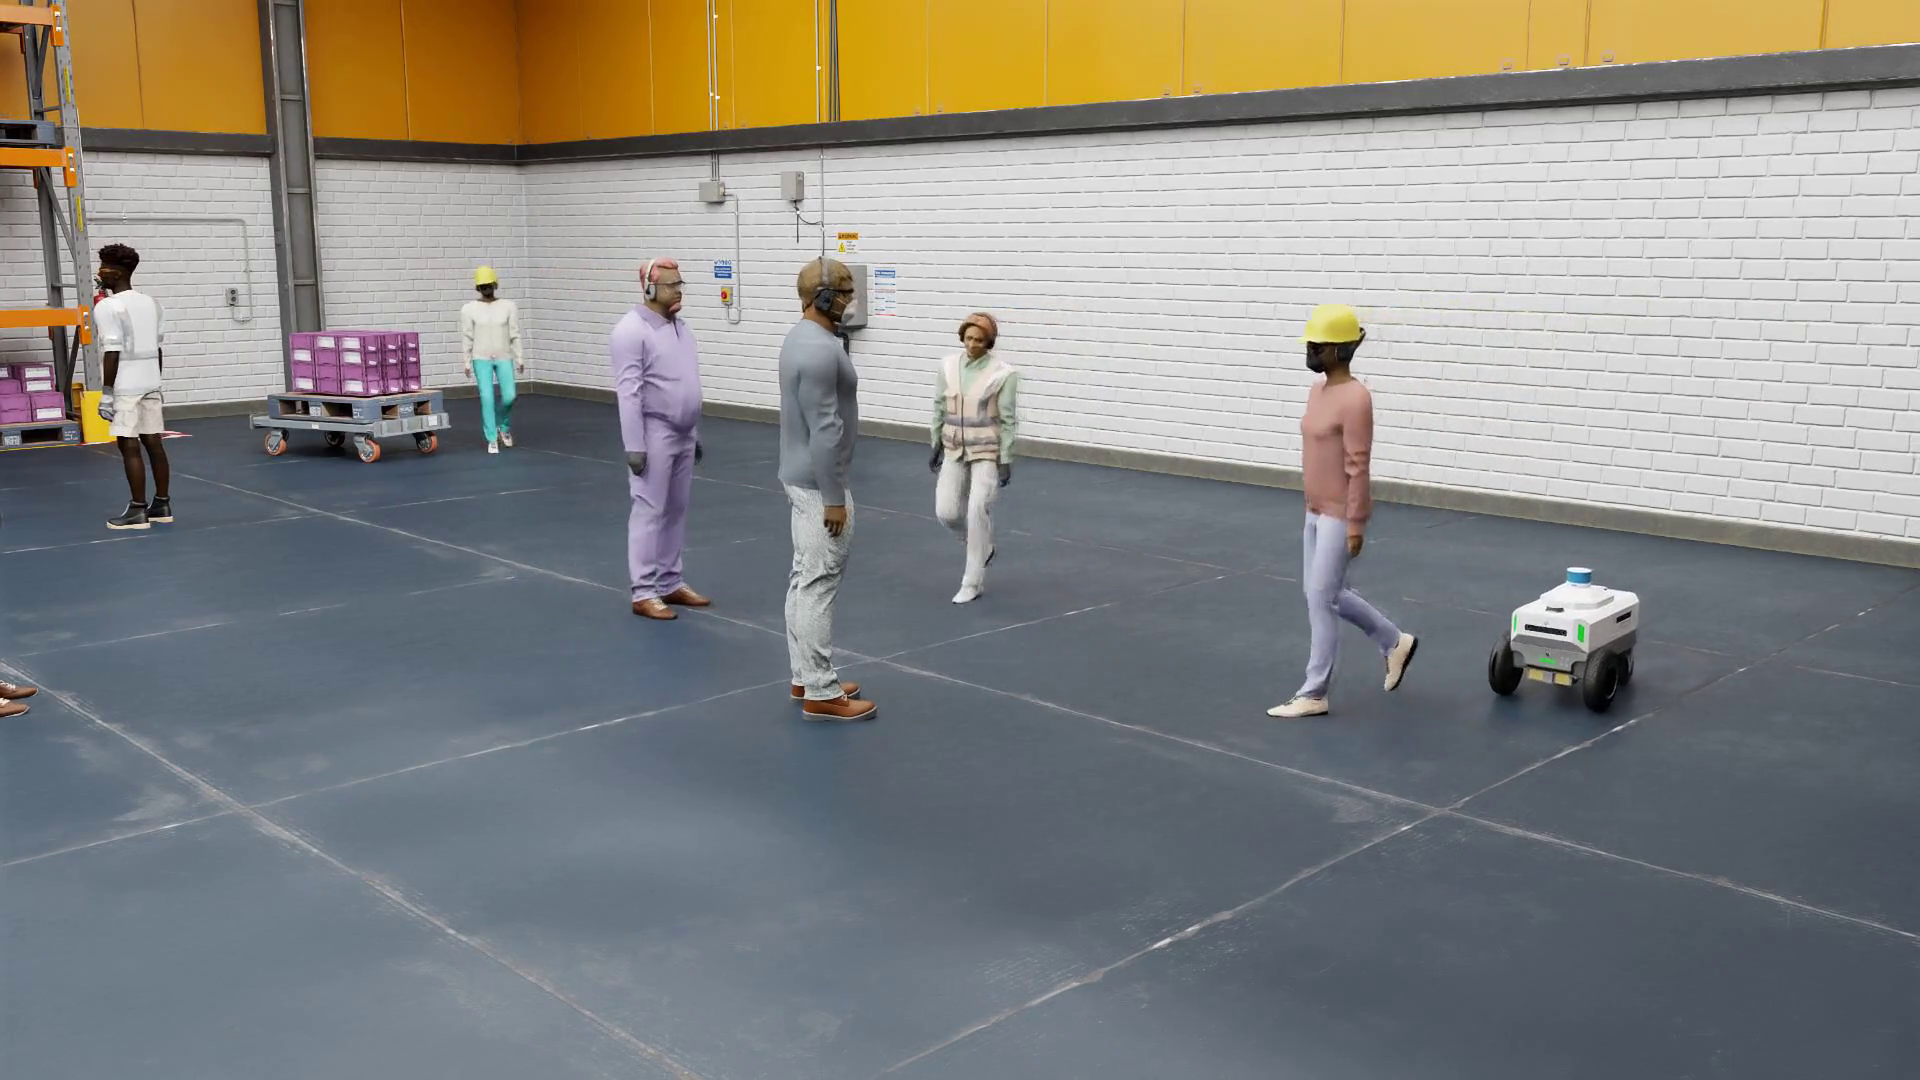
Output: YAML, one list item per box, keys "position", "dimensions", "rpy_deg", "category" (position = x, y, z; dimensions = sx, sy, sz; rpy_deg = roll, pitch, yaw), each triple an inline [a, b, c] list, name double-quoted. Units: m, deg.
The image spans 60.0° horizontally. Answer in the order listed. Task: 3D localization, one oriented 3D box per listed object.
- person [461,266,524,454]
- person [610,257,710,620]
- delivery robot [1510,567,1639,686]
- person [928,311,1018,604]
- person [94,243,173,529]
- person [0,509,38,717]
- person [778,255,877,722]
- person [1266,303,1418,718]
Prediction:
- position: [-4.332, -1.669, 15.455]
  dimensions: [0.561, 1.737, 0.378]
  rpy_deg: [-4, 11, -20]
  category: "person"
- position: [-1.571, -0.544, 8.880]
  dimensions: [0.403, 1.906, 0.649]
  rpy_deg: [4, 11, 20]
  category: "person"
- position: [2.723, 0.365, 7.351]
  dimensions: [0.477, 0.478, 0.707]
  rpy_deg: [9, 13, 40]
  category: "delivery robot"
- position: [0.089, -0.460, 9.189]
  dimensions: [0.566, 1.618, 0.452]
  rpy_deg: [7, 12, 33]
  category: "person"
- position: [-5.749, -1.057, 11.518]
  dimensions: [0.379, 1.967, 0.636]
  rpy_deg: [2, 11, 9]
  category: "person"
- position: [-4.180, -0.184, 7.033]
  dimensions: [0.327, 1.865, 0.521]
  rpy_deg: [-4, 11, -20]
  category: "person"
- position: [-0.575, -0.214, 6.991]
  dimensions: [0.373, 1.940, 0.628]
  rpy_deg: [-2, 11, -13]
  category: "person"
- position: [1.644, -0.118, 6.988]
  dimensions: [0.647, 1.754, 0.533]
  rpy_deg: [-2, 11, -9]
  category: "person"
